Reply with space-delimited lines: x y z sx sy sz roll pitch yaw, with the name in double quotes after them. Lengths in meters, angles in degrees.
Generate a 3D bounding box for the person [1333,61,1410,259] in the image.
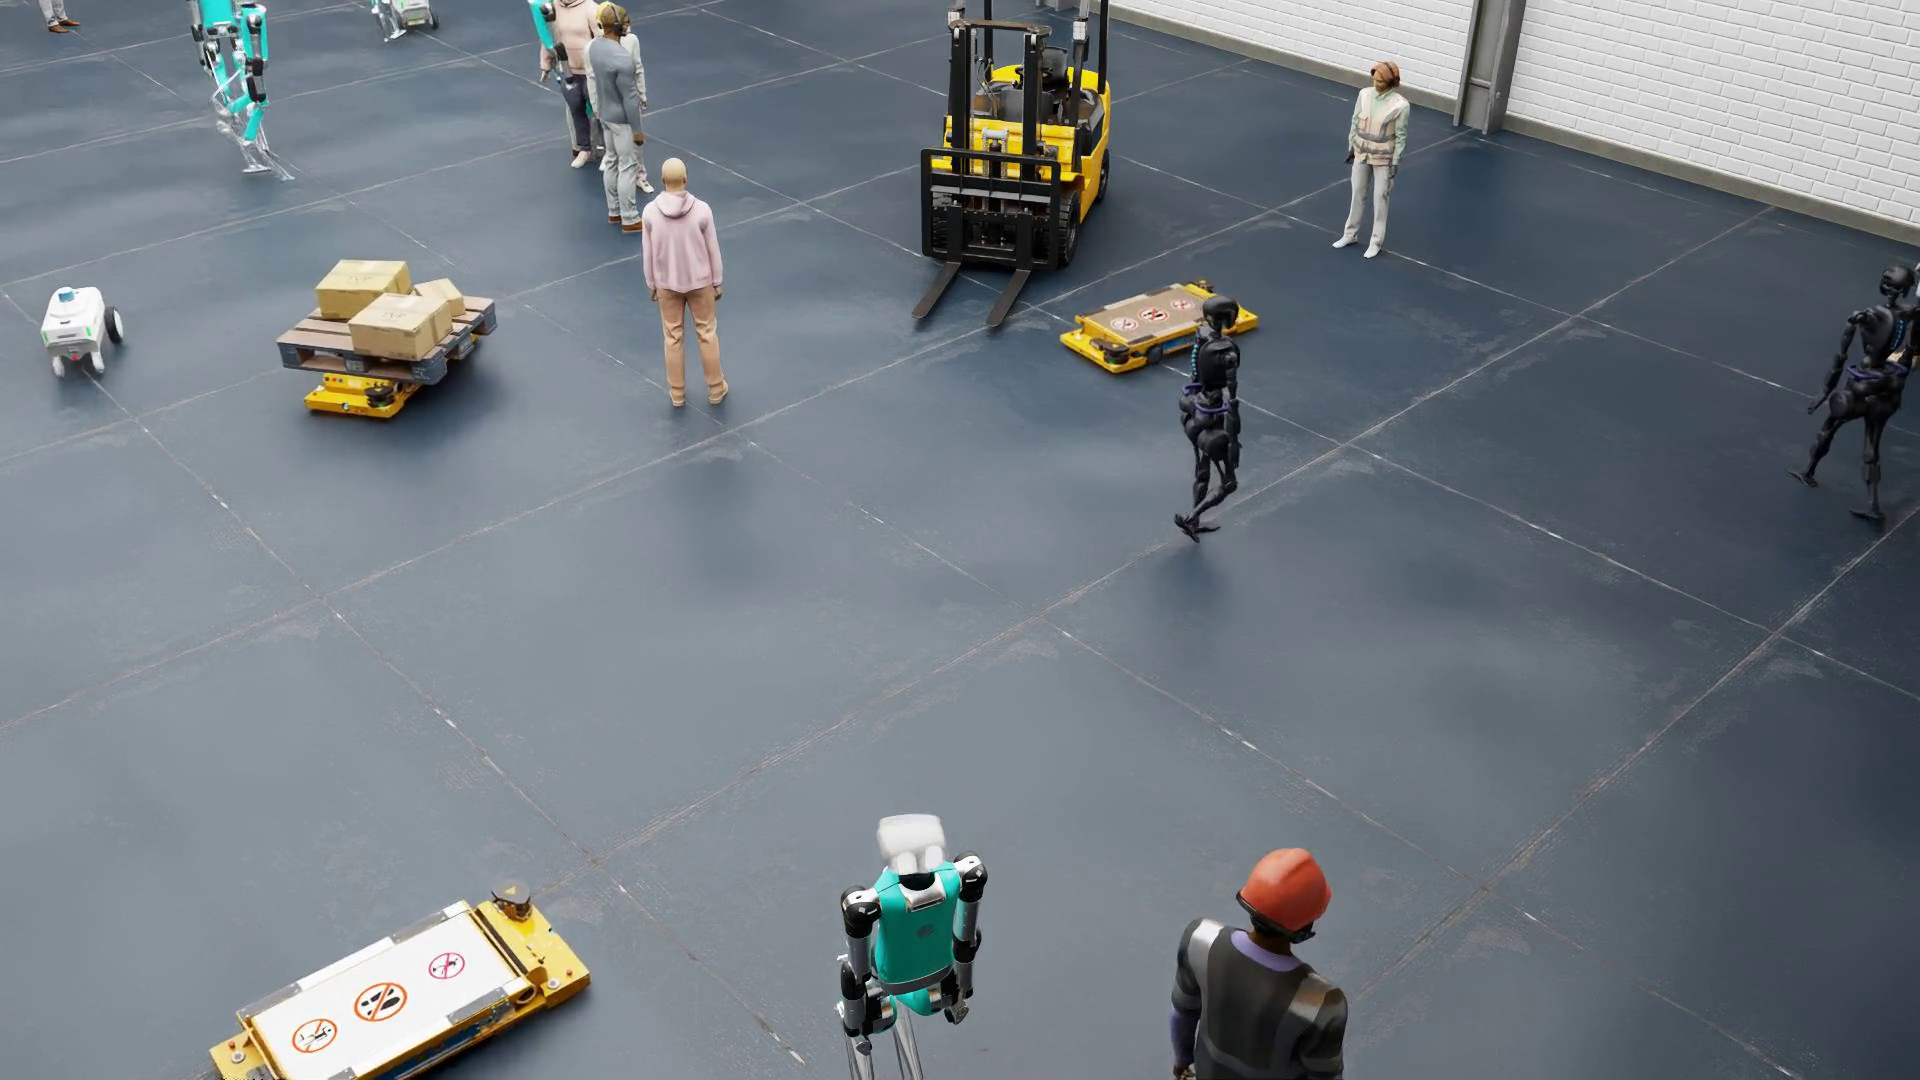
3.429 -3.155 13.763 0.308 1.639 0.514 -28 42 -35 "person"

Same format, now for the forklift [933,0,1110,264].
0.570 -3.725 14.138 1.214 2.155 2.313 9 34 13 "forklift"

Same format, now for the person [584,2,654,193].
-3.045 -3.923 14.843 0.531 1.753 0.338 -19 37 -26 "person"

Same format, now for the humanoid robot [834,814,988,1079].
-0.262 1.587 6.269 0.533 1.673 0.735 -14 36 -20 "humanoid robot"

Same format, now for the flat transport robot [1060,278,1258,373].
1.528 -1.643 12.699 1.431 0.231 0.659 -21 38 -29 "flat transport robot"

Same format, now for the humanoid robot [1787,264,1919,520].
5.673 -0.940 10.376 0.591 1.628 0.789 -6 34 -9 "humanoid robot"

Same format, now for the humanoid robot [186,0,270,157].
-6.881 -4.495 15.789 0.555 1.845 0.849 -19 37 -26 "humanoid robot"

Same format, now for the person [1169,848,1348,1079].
1.013 1.846 5.713 0.613 2.040 0.388 22 39 30 "person"

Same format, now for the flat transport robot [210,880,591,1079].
-2.377 2.000 7.099 1.431 0.231 0.659 -24 40 -32 "flat transport robot"

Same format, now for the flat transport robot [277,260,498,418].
-4.147 -1.333 12.222 0.659 0.231 1.431 7 34 11 "flat transport robot"

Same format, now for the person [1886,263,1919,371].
7.134 -2.024 11.973 0.534 1.696 0.318 -11 35 -16 "person"

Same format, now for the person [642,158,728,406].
-1.901 -1.756 11.483 0.535 1.780 0.401 -3 33 -4 "person"

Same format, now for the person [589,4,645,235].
-2.879 -3.567 14.134 0.362 1.933 0.629 -22 39 -30 "person"

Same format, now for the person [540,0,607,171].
-3.510 -4.379 15.453 0.817 1.854 0.434 8 34 12 "person"

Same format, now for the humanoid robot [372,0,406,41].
-6.522 -6.426 18.732 0.530 1.790 0.841 -2 33 -4 "humanoid robot"

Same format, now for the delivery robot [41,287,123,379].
-6.567 -1.585 12.362 0.499 0.611 0.812 -10 34 -15 "delivery robot"

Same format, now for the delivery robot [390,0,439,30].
-6.504 -6.298 19.590 0.499 0.594 0.778 -19 38 -26 "delivery robot"

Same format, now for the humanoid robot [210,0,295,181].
-6.558 -4.094 15.142 0.815 1.786 0.539 -13 35 -19 "humanoid robot"

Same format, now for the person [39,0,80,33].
-10.645 -6.746 19.271 0.336 1.651 0.456 2 33 3 "person"

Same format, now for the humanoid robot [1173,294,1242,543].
1.467 -0.728 10.005 0.425 1.648 0.588 -11 35 -16 "humanoid robot"

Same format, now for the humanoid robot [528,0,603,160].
-3.566 -4.388 15.645 0.792 1.852 0.531 -16 36 -23 "humanoid robot"

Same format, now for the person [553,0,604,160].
-3.630 -4.567 15.723 0.409 1.876 0.553 6 34 9 "person"
